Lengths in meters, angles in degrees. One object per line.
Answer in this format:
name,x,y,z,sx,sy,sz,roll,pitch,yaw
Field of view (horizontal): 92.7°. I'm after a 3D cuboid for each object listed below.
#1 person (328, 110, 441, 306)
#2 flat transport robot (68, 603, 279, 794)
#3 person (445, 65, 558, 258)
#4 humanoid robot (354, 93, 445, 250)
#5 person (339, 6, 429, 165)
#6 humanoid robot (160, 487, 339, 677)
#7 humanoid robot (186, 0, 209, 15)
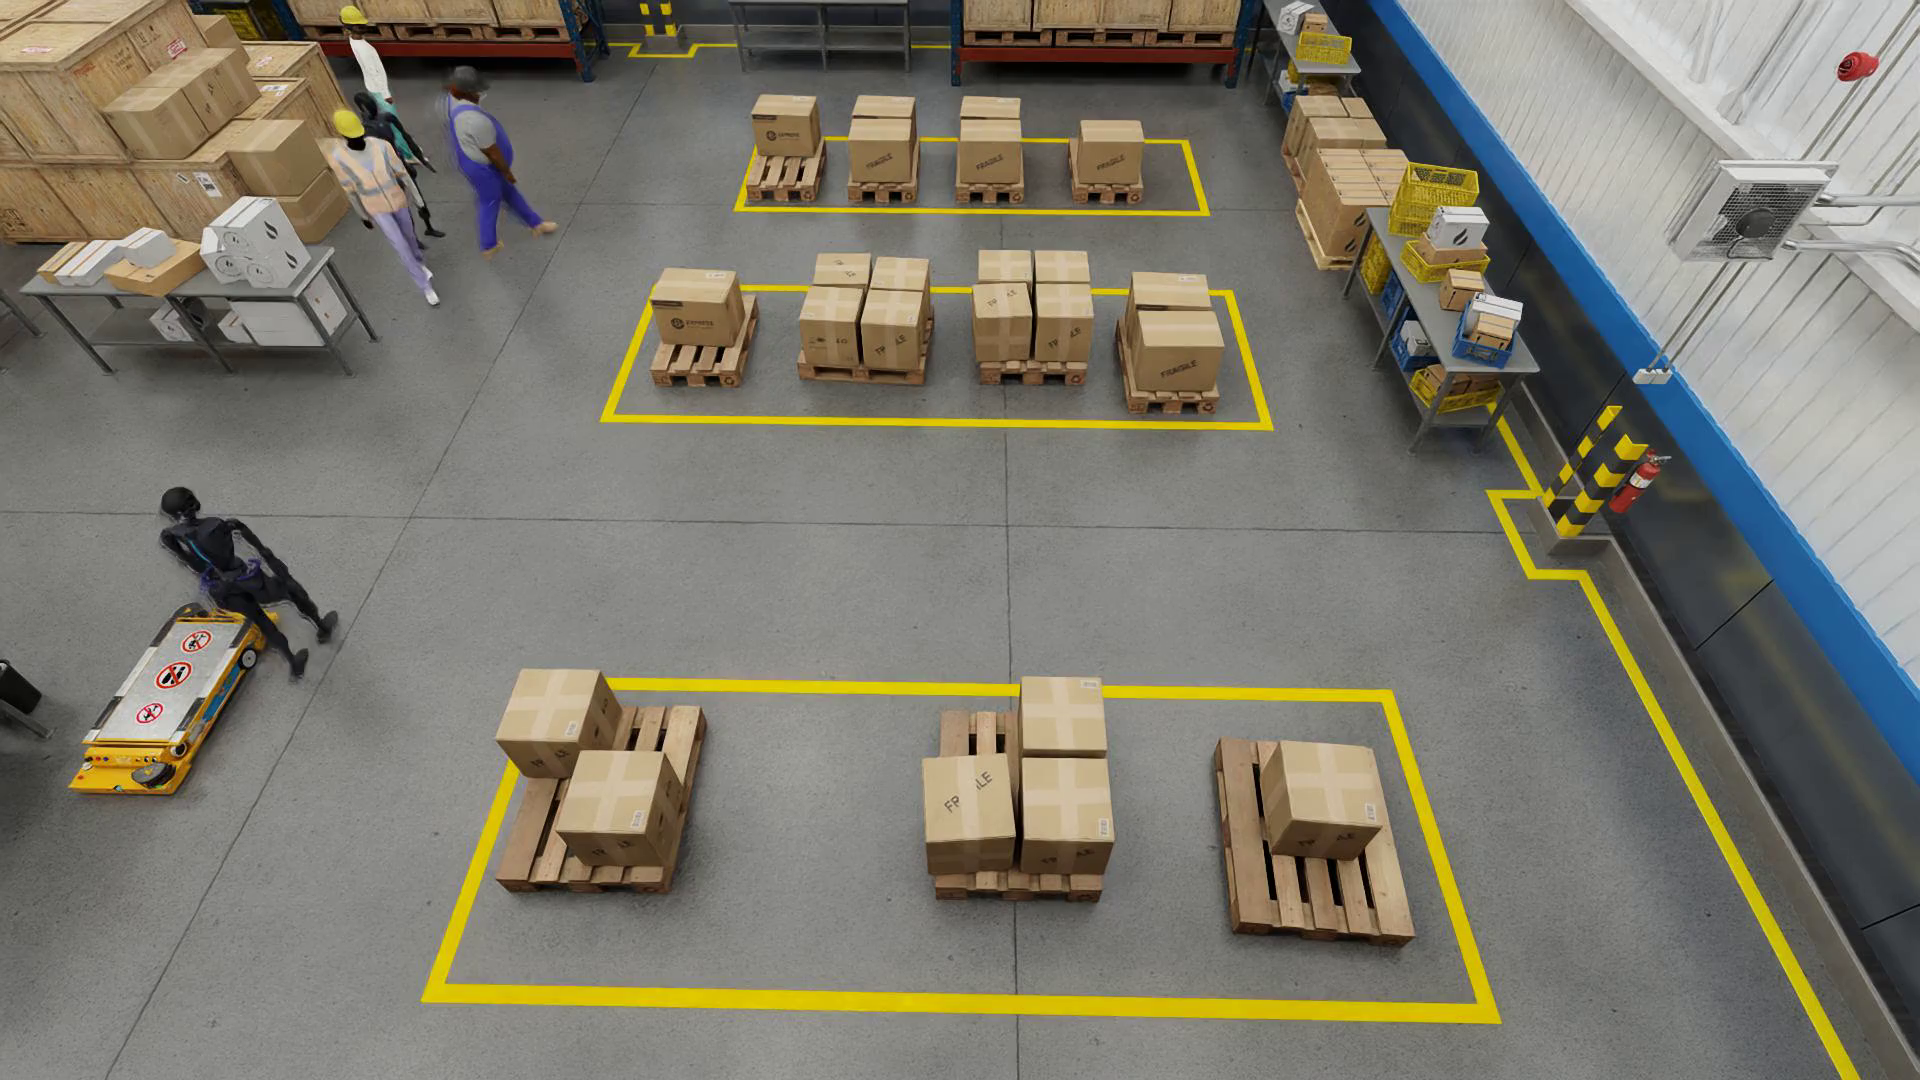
person,-5.673,-3.329,9.129,0.890,1.875,0.598,37,59,27
flat transport robot,-5.504,1.072,6.442,0.652,0.197,1.431,1,50,1
person,-4.965,-3.990,9.583,0.857,2.000,0.712,-23,54,-18
humanoid robot,-5.985,-3.944,9.779,0.368,1.648,0.666,17,52,14
person,-6.919,-5.421,10.974,0.326,1.765,0.524,-25,54,-20
humanoid robot,-4.841,0.255,6.238,0.603,1.638,0.623,-12,51,-10
humanoid robot,-9.701,-6.360,11.845,0.569,1.619,0.626,1,50,1
